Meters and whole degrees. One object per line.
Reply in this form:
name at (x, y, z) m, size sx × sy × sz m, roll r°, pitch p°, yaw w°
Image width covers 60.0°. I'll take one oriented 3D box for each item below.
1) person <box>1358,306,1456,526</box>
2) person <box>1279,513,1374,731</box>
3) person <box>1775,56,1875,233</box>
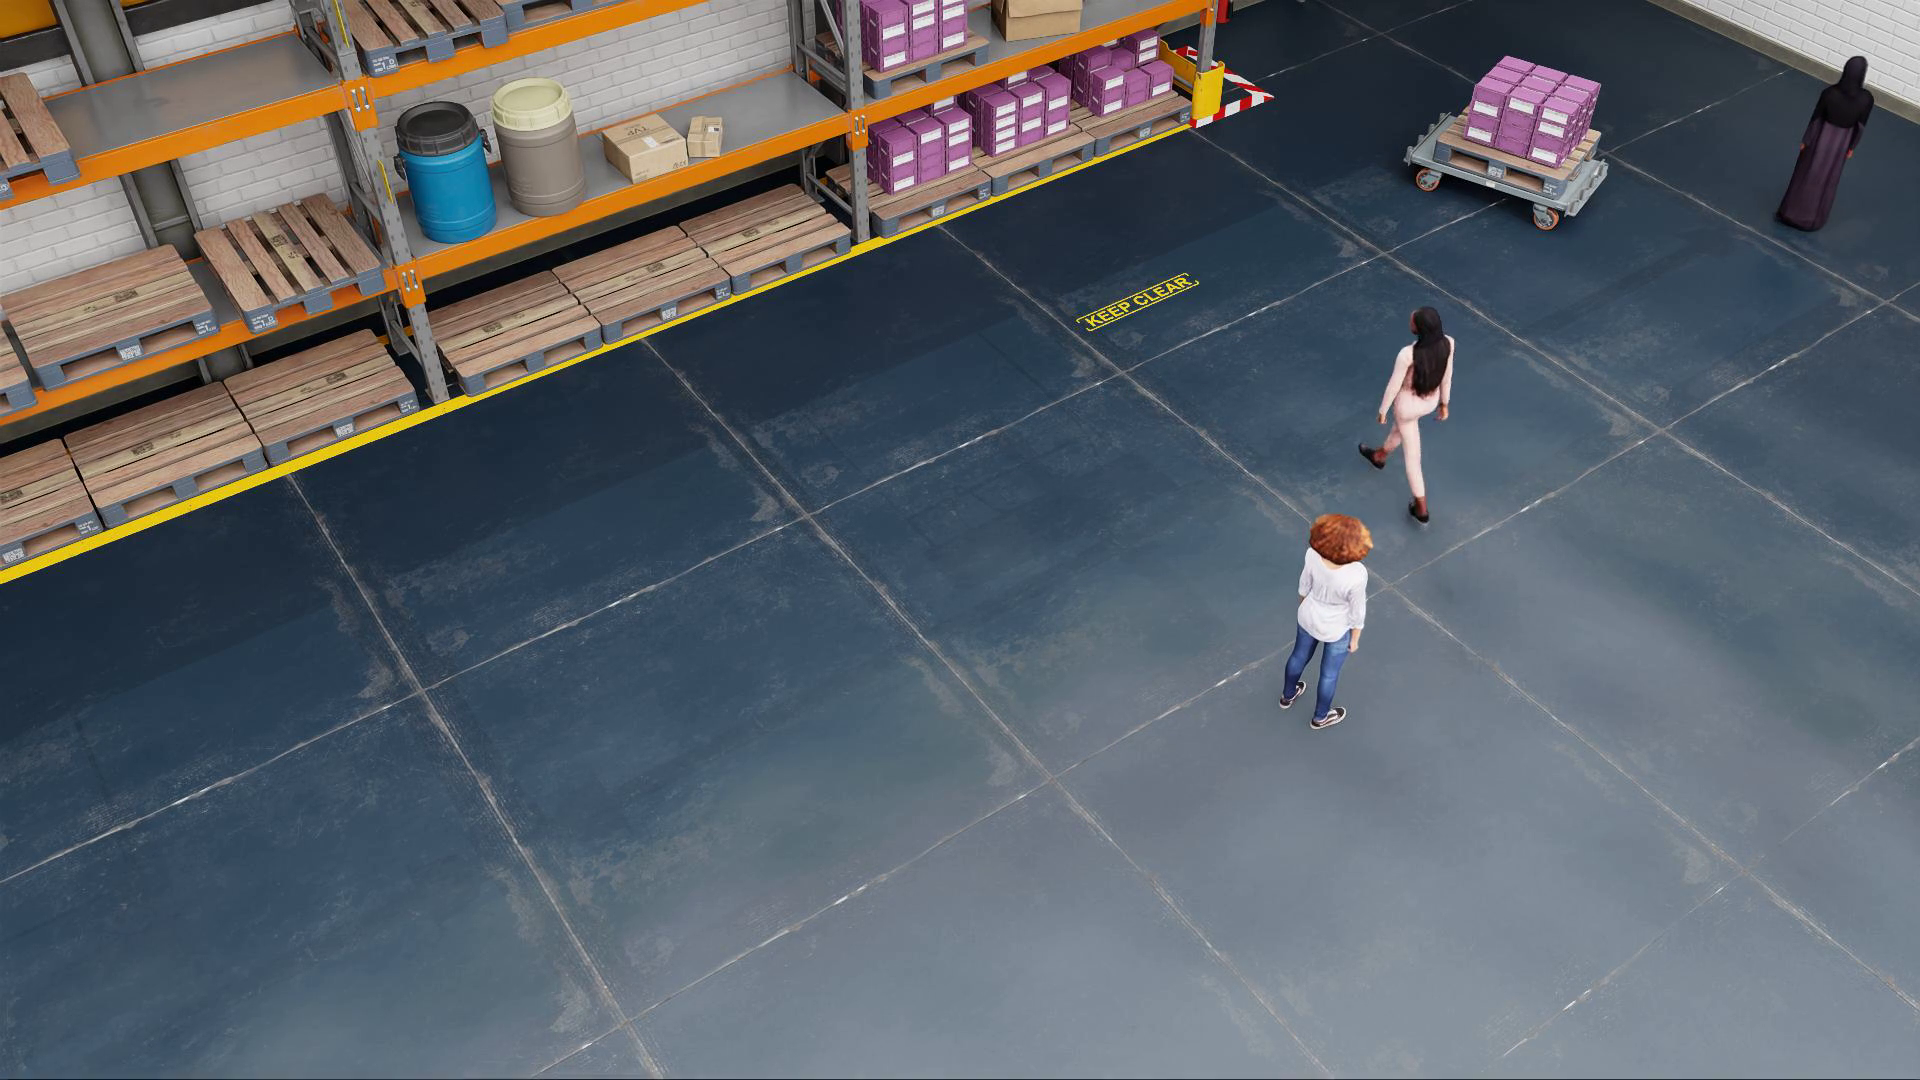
person at (3.272, -0.864, 11.840) m, size 1.171 × 1.667 × 0.876 m, roll -15°, pitch 46°, yaw -16°
person at (2.281, 0.495, 10.378) m, size 0.652 × 1.715 × 0.667 m, roll -33°, pitch 53°, yaw -30°
person at (7.651, -3.504, 14.649) m, size 0.711 × 1.615 × 0.744 m, roll 16°, pitch 46°, yaw 17°
